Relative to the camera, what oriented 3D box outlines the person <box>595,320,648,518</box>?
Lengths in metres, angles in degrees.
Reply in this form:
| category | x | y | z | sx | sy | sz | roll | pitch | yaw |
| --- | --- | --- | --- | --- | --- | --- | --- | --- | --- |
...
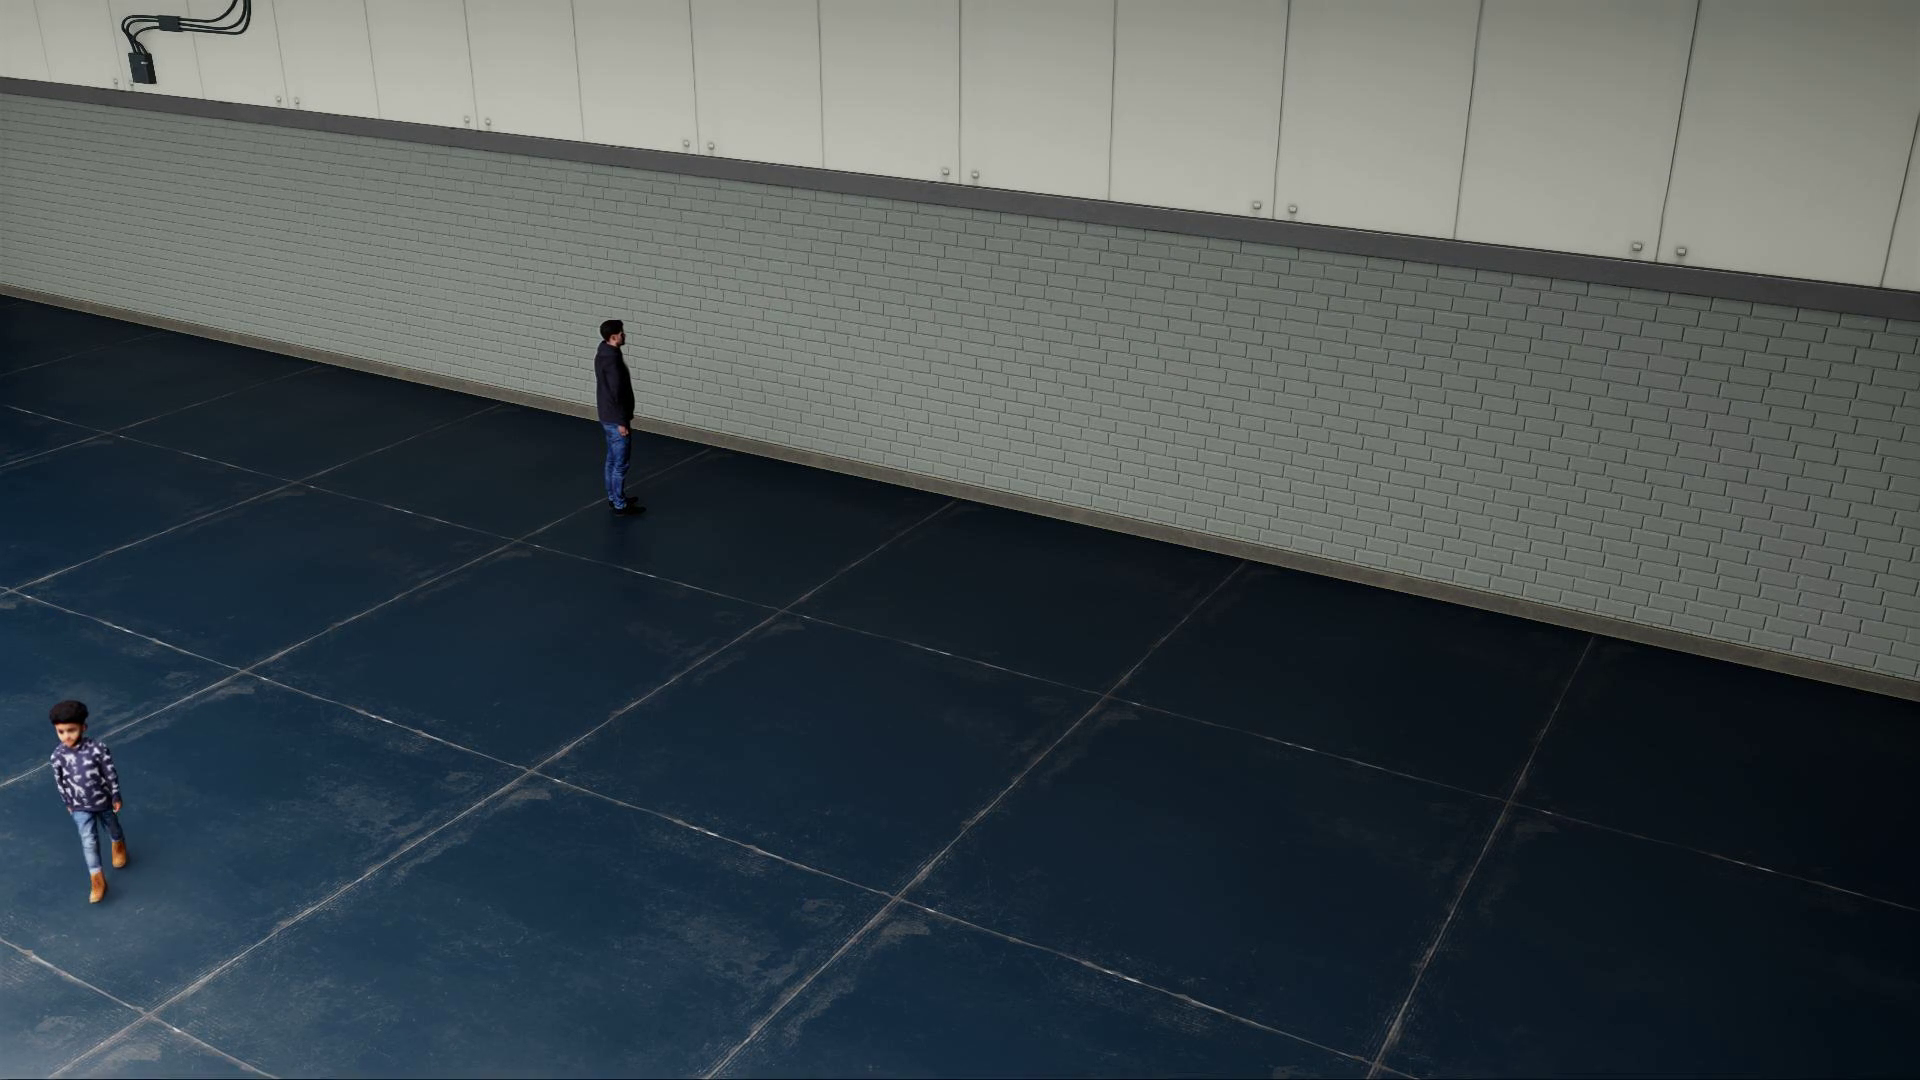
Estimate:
| category | x | y | z | sx | sy | sz | roll | pitch | yaw |
| --- | --- | --- | --- | --- | --- | --- | --- | --- | --- |
| person | -3.250 | -1.158 | 15.662 | 0.779 | 1.893 | 0.764 | -10 | 25 | -23 |

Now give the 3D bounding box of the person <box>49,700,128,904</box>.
| category | x | y | z | sx | sy | sz | roll | pitch | yaw |
| --- | --- | --- | --- | --- | --- | --- | --- | --- | --- |
| person | -5.299 | 1.535 | 10.176 | 0.835 | 1.229 | 0.863 | -8 | 24 | -18 |
